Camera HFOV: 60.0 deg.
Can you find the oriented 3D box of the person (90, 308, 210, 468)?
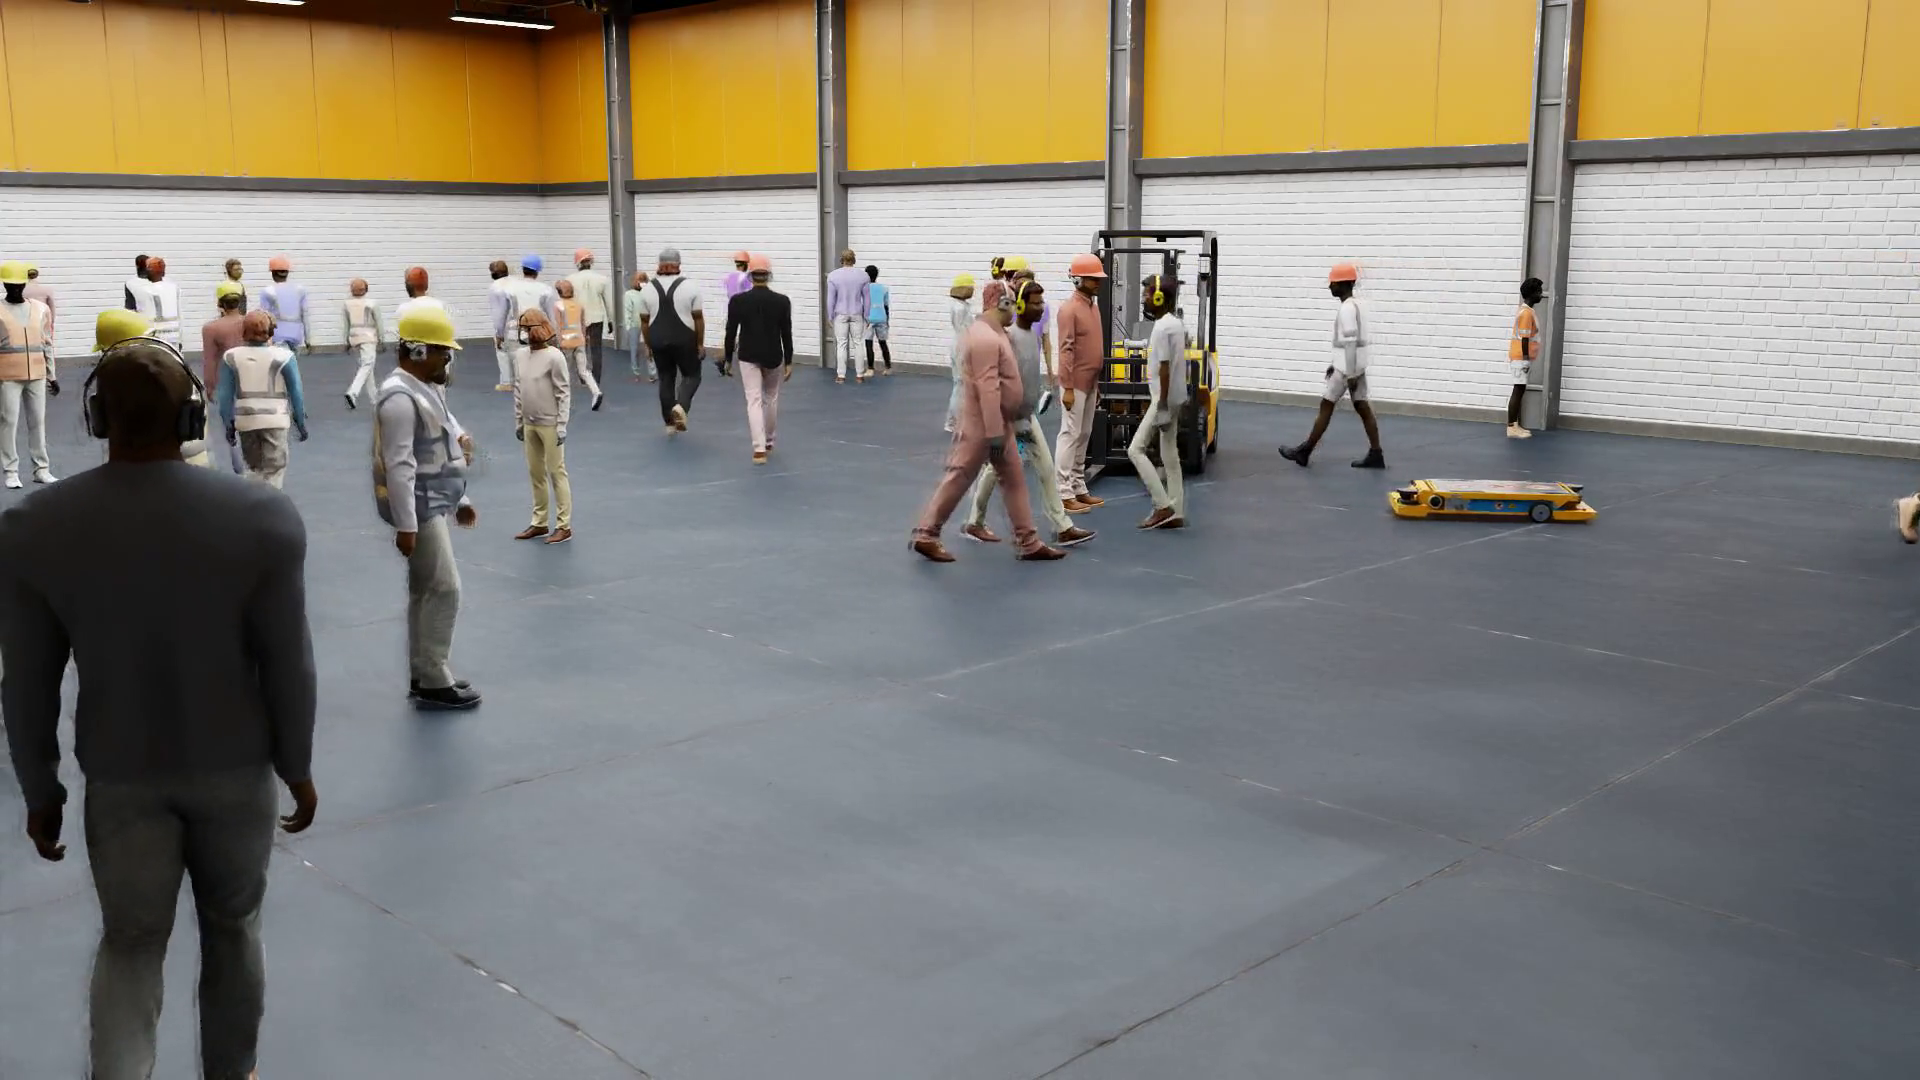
[{"bbox_3d":[-3.849,-0.208,7.968,0.470,1.793,0.624,-1,10,-4],"label":"person"}]

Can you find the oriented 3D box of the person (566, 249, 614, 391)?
[{"bbox_3d":[-5.120,-3.030,22.952,0.668,1.928,1.050,-3,11,-16],"label":"person"}]

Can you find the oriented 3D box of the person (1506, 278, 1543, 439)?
[{"bbox_3d":[5.953,-1.915,17.549,0.321,1.691,0.531,3,11,18],"label":"person"}]

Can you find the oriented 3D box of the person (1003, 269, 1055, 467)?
[{"bbox_3d":[0.591,-1.611,15.531,0.585,1.839,0.561,-4,11,-19],"label":"person"}]

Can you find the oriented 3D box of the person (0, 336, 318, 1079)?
[{"bbox_3d":[-1.742,0.519,3.660,0.633,1.919,0.738,-3,11,-16],"label":"person"}]

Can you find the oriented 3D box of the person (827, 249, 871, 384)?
[{"bbox_3d":[-1.603,-3.222,23.992,0.638,1.937,0.357,-2,11,-11],"label":"person"}]

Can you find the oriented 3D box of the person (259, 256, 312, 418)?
[{"bbox_3d":[-7.996,-2.392,19.606,0.975,1.882,0.565,9,14,41],"label":"person"}]

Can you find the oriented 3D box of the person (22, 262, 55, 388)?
[{"bbox_3d":[-12.936,-2.998,23.261,0.538,1.765,0.331,-10,14,-43],"label":"person"}]

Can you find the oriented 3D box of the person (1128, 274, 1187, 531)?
[{"bbox_3d":[1.448,-0.978,12.017,0.460,1.849,0.535,4,11,22],"label":"person"}]

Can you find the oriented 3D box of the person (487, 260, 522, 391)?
[{"bbox_3d":[-6.089,-2.899,22.633,0.676,1.800,0.891,-10,14,-44],"label":"person"}]

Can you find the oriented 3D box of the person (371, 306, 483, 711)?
[{"bbox_3d":[-2.412,-0.145,7.539,0.453,1.817,0.621,-2,11,-11],"label":"person"}]

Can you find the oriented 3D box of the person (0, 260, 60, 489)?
[{"bbox_3d":[-7.959,-1.404,14.125,0.386,1.920,0.590,8,13,36],"label":"person"}]

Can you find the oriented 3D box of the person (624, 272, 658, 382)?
[{"bbox_3d":[-4.610,-3.077,24.144,0.516,1.596,0.845,-4,11,-22],"label":"person"}]

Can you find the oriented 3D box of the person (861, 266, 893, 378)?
[{"bbox_3d":[-1.271,-3.282,25.054,0.654,1.682,0.344,-7,12,-32],"label":"person"}]

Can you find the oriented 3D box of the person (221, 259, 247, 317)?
[{"bbox_3d":[-9.863,-2.944,22.851,0.948,1.798,0.521,3,11,13],"label":"person"}]

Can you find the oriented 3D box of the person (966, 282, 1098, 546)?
[{"bbox_3d":[0.443,-0.846,11.403,0.993,1.808,0.515,7,13,34],"label":"person"}]

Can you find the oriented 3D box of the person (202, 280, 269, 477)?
[{"bbox_3d":[-6.141,-1.333,14.161,0.548,1.752,0.443,-6,12,-29],"label":"person"}]

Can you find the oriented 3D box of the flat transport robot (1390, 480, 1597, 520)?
[{"bbox_3d":[4.051,-0.316,12.697,1.431,0.197,0.652,2,11,9],"label":"flat transport robot"}]

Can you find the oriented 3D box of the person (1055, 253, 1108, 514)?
[{"bbox_3d":[0.949,-1.212,12.877,0.396,1.992,0.619,5,12,26],"label":"person"}]

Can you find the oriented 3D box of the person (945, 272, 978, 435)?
[{"bbox_3d":[0.031,-1.995,17.856,0.325,1.749,0.492,0,10,3],"label":"person"}]

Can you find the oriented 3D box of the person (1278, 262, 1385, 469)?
[{"bbox_3d":[3.469,-1.592,15.251,0.993,1.883,0.569,5,11,24],"label":"person"}]

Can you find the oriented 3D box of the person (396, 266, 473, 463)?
[{"bbox_3d":[-4.792,-1.536,15.010,0.770,1.864,0.587,6,12,29],"label":"person"}]

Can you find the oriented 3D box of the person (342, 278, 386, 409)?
[{"bbox_3d":[-7.437,-2.442,20.629,0.522,1.604,0.781,3,11,16],"label":"person"}]

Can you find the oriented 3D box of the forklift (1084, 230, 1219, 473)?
[{"bbox_3d":[1.804,-1.825,15.677,1.214,2.155,2.313,2,11,13],"label":"forklift"}]

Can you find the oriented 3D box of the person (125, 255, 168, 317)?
[{"bbox_3d":[-10.841,-2.866,22.225,0.903,1.884,0.607,8,13,36],"label":"person"}]

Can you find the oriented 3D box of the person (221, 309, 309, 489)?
[{"bbox_3d":[-4.804,-0.773,11.506,0.519,1.626,0.497,0,10,3],"label":"person"}]

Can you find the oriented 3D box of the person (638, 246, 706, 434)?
[{"bbox_3d":[-3.061,-2.129,17.753,0.702,2.000,0.625,2,11,9],"label":"person"}]

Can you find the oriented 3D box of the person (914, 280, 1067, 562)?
[{"bbox_3d":[0.163,-0.763,10.856,0.999,1.847,0.676,2,11,10],"label":"person"}]

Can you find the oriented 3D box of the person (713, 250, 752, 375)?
[{"bbox_3d":[-3.387,-3.442,25.269,0.849,1.913,0.555,-8,13,-37],"label":"person"}]

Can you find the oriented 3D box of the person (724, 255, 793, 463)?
[{"bbox_3d":[-1.911,-1.723,15.809,0.627,1.941,1.024,-2,11,-12],"label":"person"}]

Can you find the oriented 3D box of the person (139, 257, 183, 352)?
[{"bbox_3d":[-9.085,-2.270,18.955,0.342,1.880,0.587,3,11,17],"label":"person"}]

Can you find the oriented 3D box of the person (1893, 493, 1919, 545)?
[{"bbox_3d":[6.635,-0.856,10.848,0.626,2.025,0.767,-6,12,-31],"label":"person"}]

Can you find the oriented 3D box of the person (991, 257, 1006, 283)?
[{"bbox_3d":[0.466,-2.687,21.313,0.736,1.842,0.552,7,12,32],"label":"person"}]

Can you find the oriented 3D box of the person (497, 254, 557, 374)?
[{"bbox_3d":[-5.053,-2.363,19.401,0.677,1.906,0.685,-3,11,-18],"label":"person"}]

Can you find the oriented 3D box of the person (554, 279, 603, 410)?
[{"bbox_3d":[-4.675,-2.364,20.209,0.747,1.610,0.526,8,13,37],"label":"person"}]

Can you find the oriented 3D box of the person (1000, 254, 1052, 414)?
[{"bbox_3d":[0.699,-2.344,19.272,0.619,1.914,0.599,5,11,25],"label":"person"}]

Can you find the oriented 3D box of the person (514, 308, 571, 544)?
[{"bbox_3d":[-2.909,-0.791,11.566,0.502,1.632,0.277,8,13,36],"label":"person"}]
